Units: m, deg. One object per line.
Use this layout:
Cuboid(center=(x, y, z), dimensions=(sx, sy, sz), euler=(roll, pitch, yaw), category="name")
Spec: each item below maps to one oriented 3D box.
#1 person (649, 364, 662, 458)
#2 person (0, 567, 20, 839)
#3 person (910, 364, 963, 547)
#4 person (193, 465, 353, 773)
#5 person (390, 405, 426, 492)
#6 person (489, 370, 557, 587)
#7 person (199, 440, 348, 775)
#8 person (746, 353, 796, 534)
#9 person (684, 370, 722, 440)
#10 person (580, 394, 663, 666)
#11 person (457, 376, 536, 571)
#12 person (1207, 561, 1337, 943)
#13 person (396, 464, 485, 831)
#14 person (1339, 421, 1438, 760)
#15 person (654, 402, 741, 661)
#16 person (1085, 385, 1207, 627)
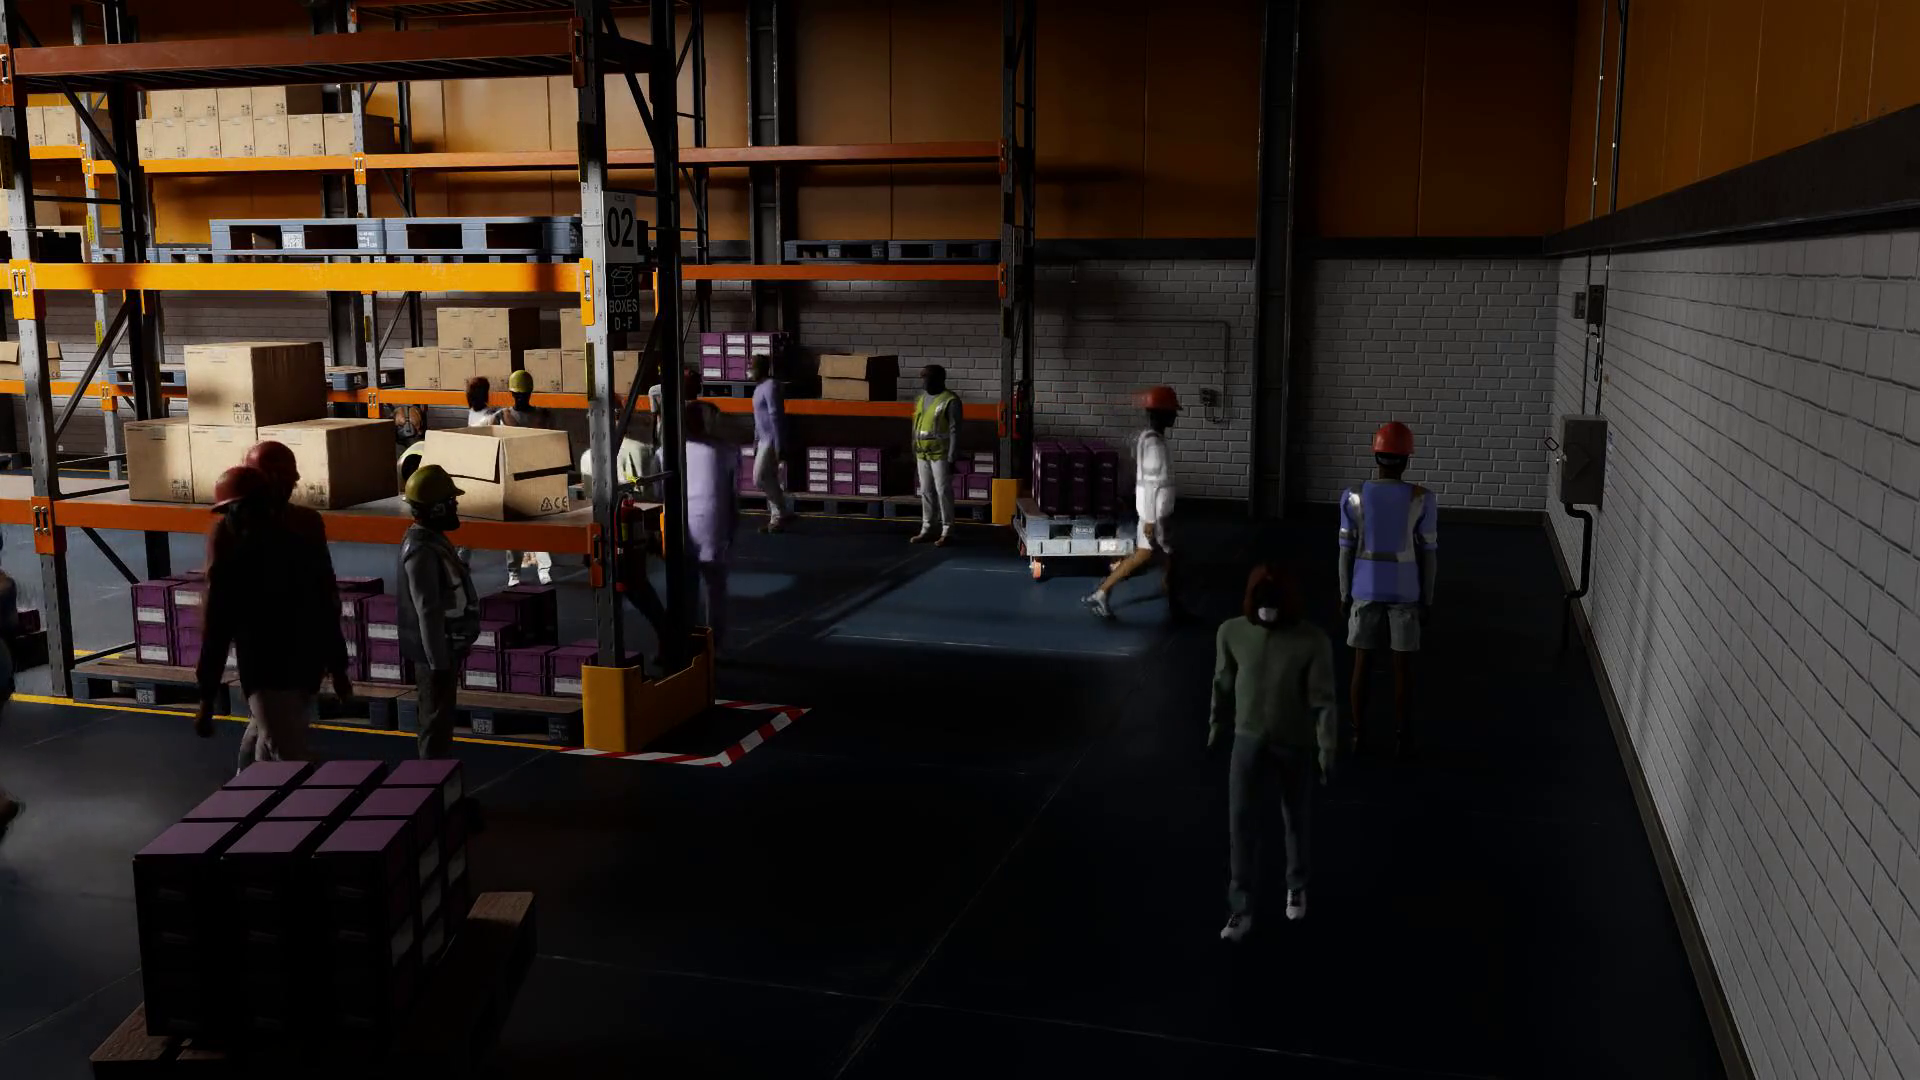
Cuboid(center=(-3.124, -1.073, 18.036), dimensions=(0.509, 1.872, 0.329), euler=(-5, 10, -26), category="person")
Cuboid(center=(-4.729, 0.670, 7.986), dimensions=(0.507, 1.675, 0.544), euler=(4, 10, 23), category="person")
Cuboid(center=(-0.262, -0.849, 16.780), dimensions=(0.429, 1.840, 0.659), euler=(-8, 13, -42), category="person")
Cuboid(center=(-3.120, 0.632, 7.481), dimensions=(1.050, 1.918, 0.705), euler=(3, 10, 16), category="person")
Cuboid(center=(-3.870, -0.041, 11.866), dimensions=(0.429, 1.836, 0.626), euler=(-2, 10, -14), category="person")
Cuboid(center=(-3.821, -0.537, 14.641), dimensions=(0.581, 1.919, 0.393), euler=(-4, 10, -24), category="person")
Cuboid(center=(-3.390, 0.480, 8.258), dimensions=(0.458, 1.970, 0.658), euler=(6, 11, 34), category="person")
Cuboid(center=(-2.004, -0.991, 17.403), dimensions=(0.454, 1.915, 0.694), euler=(-3, 10, -20), category="person")
Cuboid(center=(-2.439, -0.610, 15.181), dimensions=(0.576, 1.882, 0.355), euler=(-6, 11, -33), category="person")
Cuboid(center=(-2.284, -0.039, 11.448), dimensions=(0.683, 1.970, 0.663), euler=(6, 11, 34), category="person")
Cuboid(center=(-4.307, -0.608, 15.320), dimensions=(0.987, 1.837, 0.587), euler=(-5, 10, -26), category="person")
Cuboid(center=(1.295, 0.876, 6.989), dimensions=(0.583, 1.591, 0.768), euler=(4, 10, 25), category="person")
Cuboid(center=(-2.601, 0.535, 8.333), dimensions=(0.404, 1.837, 0.596), euler=(-3, 10, -18), category="person")
Cuboid(center=(2.440, 0.292, 9.514), dimensions=(0.548, 1.937, 0.358), euler=(3, 10, 19), category="person")
Cuboid(center=(-1.910, -0.071, 12.026), dimensions=(0.657, 1.842, 0.991), euler=(-3, 10, -19), category="person")
Cuboid(center=(1.448, -0.257, 12.964), dimensions=(0.910, 1.910, 0.551), euler=(0, 9, 2), category="person")
